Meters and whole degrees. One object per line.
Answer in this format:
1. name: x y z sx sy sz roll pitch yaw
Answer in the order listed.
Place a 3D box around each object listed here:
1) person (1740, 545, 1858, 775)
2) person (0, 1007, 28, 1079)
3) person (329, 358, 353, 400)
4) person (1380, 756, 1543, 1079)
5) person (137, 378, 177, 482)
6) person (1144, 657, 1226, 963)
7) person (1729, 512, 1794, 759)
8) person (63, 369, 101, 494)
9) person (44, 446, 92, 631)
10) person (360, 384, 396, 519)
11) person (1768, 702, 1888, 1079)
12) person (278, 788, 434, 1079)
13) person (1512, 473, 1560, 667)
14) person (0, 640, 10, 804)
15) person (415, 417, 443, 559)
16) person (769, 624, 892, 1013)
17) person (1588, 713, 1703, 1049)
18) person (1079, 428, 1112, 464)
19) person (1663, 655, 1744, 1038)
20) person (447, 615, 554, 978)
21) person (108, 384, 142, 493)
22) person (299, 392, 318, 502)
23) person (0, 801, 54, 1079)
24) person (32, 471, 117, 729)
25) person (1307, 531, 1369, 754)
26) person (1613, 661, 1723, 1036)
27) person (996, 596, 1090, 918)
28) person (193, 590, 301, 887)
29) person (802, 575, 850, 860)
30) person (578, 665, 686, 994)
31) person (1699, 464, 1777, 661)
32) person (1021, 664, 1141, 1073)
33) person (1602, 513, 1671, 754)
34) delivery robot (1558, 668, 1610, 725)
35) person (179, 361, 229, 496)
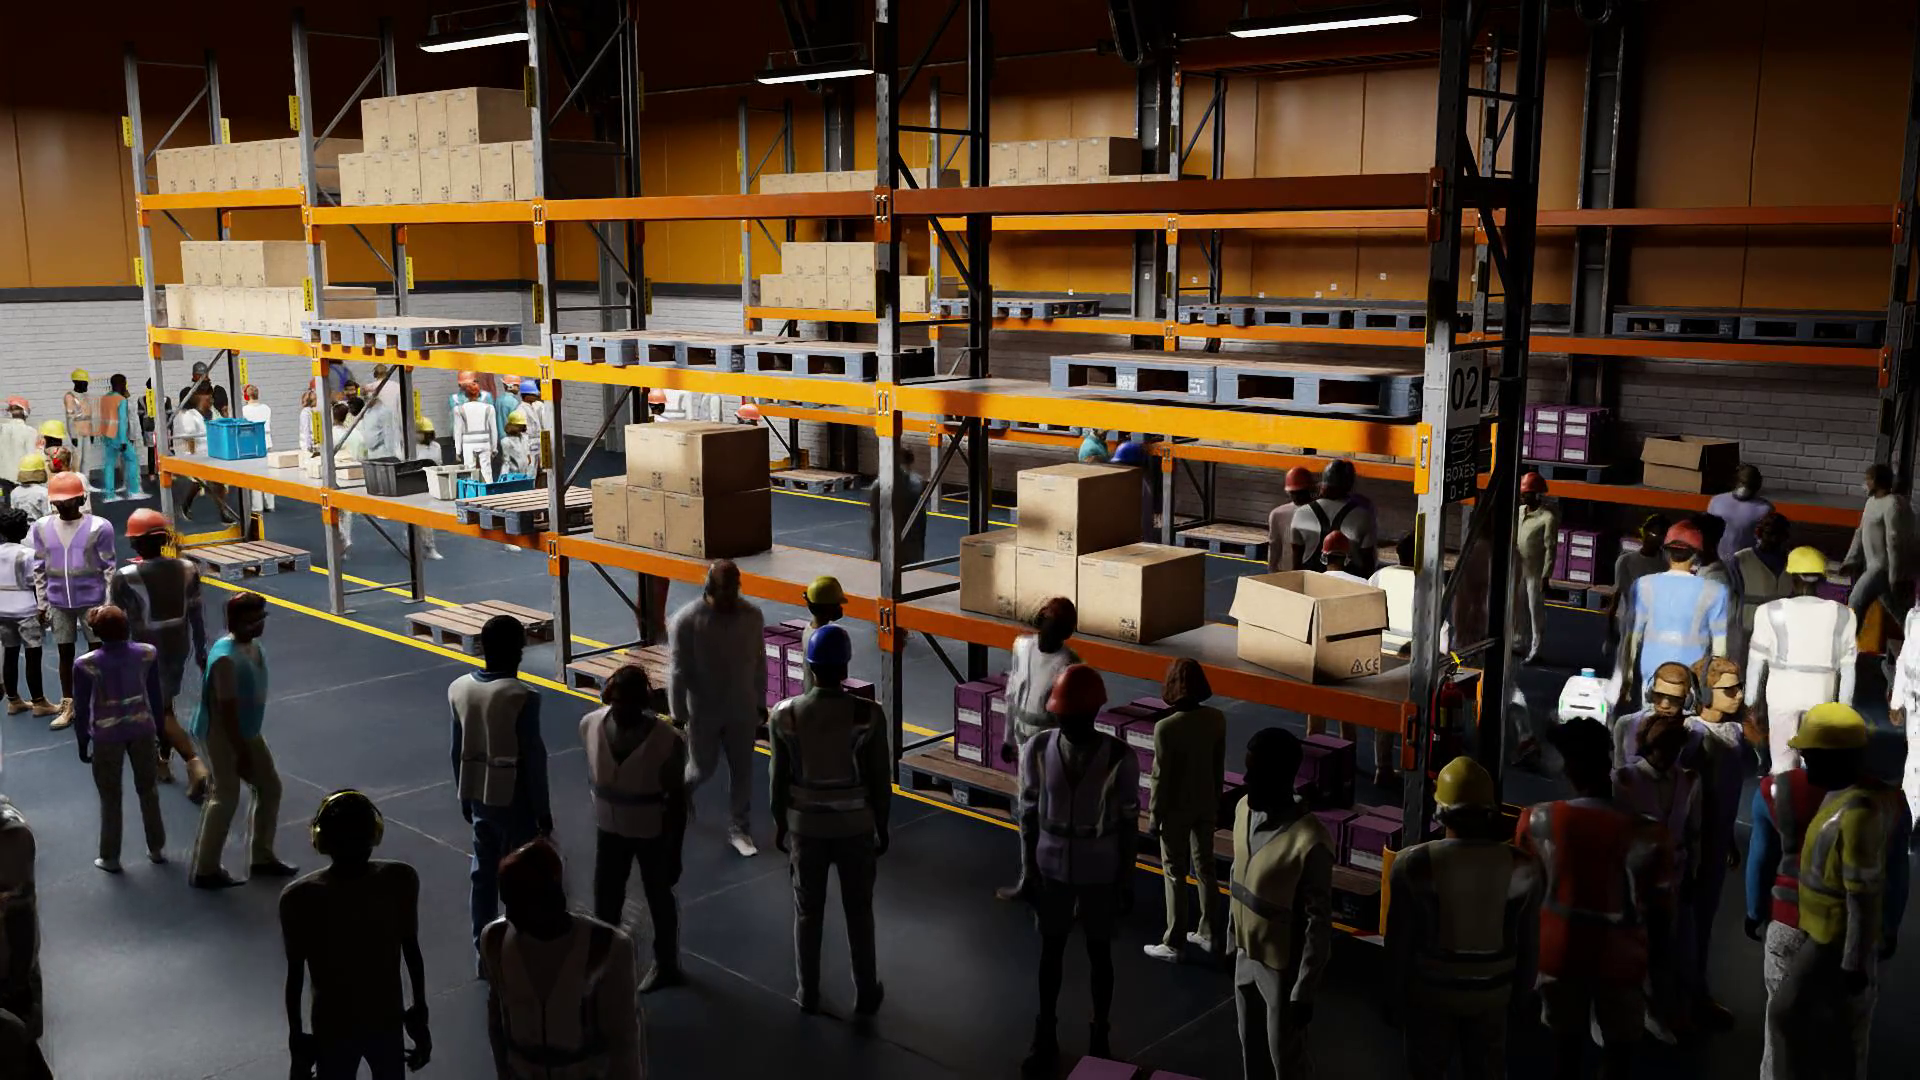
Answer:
1. person: 5.270 0.987 10.478 0.602 1.910 0.446 2 10 9
2. person: -3.179 2.004 5.239 0.508 1.717 0.389 -1 10 -7
3. person: -11.001 -2.403 29.277 0.601 2.000 0.696 5 11 26
4. person: 1.931 1.736 6.467 0.600 1.829 0.404 0 10 1
5. person: -12.881 -1.772 26.683 0.541 1.696 0.315 -2 10 -11
6. person: 1.201 1.424 8.813 0.501 1.627 0.270 -7 12 -36
7. person: 5.934 0.693 12.343 0.564 1.837 0.393 -2 10 -10
8. person: -13.388 -1.648 25.369 0.407 1.919 0.591 0 10 1
9. person: -8.722 -0.014 16.358 0.384 1.836 0.565 0 10 1
10. person: -8.098 -1.228 23.172 0.426 1.880 0.651 -9 14 -42
11. person: 3.548 1.603 6.996 0.627 1.905 0.608 4 11 22
12. person: -2.186 1.796 6.069 0.505 1.861 0.325 -6 12 -32
13. person: 5.138 0.259 15.033 0.327 1.752 0.561 -4 11 -21
14. person: -6.657 0.905 11.053 0.574 1.875 0.364 0 10 3
15. person: -6.523 -0.642 20.189 0.608 1.728 0.489 6 12 29
16. person: -0.631 1.375 8.177 0.602 1.949 0.389 1 10 3
17. person: 3.221 1.600 7.815 0.517 1.630 0.321 -2 10 -8
18. person: 1.547 -0.472 18.758 0.405 1.903 0.636 2 10 10
19. person: 3.567 1.457 8.009 0.524 1.844 0.339 -6 12 -30
20. person: -2.350 1.333 8.522 0.587 1.913 0.395 6 11 29
21. person: -12.825 -1.581 25.491 0.484 1.738 0.320 6 12 30
22. person: -9.631 -1.382 24.677 0.314 1.632 0.524 -1 10 -7
23. person: -3.874 1.664 6.608 0.546 1.928 0.385 7 12 35
24. person: -6.918 0.472 13.017 0.605 2.043 0.382 -2 10 -8
25. person: 2.674 0.800 11.975 0.575 1.749 0.336 -1 10 -3
26. person: 3.370 1.464 8.017 0.510 1.836 0.361 9 13 41
27. person: 0.502 1.211 9.397 0.367 1.855 0.688 -8 13 -38
28. person: -4.220 1.173 9.723 0.698 1.801 0.579 0 10 -1
29. person: -0.835 1.087 10.319 0.319 1.767 0.534 -2 10 -11
30. person: -1.596 1.466 8.121 0.564 1.781 0.945 2 10 13
31. person: 6.785 0.273 14.535 0.470 1.906 0.664 -9 13 -41
32. person: 0.534 1.495 7.541 0.546 1.934 0.376 3 11 17
33. person: 5.040 0.715 12.248 0.595 1.832 0.711 -2 10 -11
34. delivery robot: 4.791 1.223 12.713 0.477 0.478 0.707 5 11 26
35. person: -11.502 -1.703 25.318 0.674 2.000 0.537 -7 12 -35
